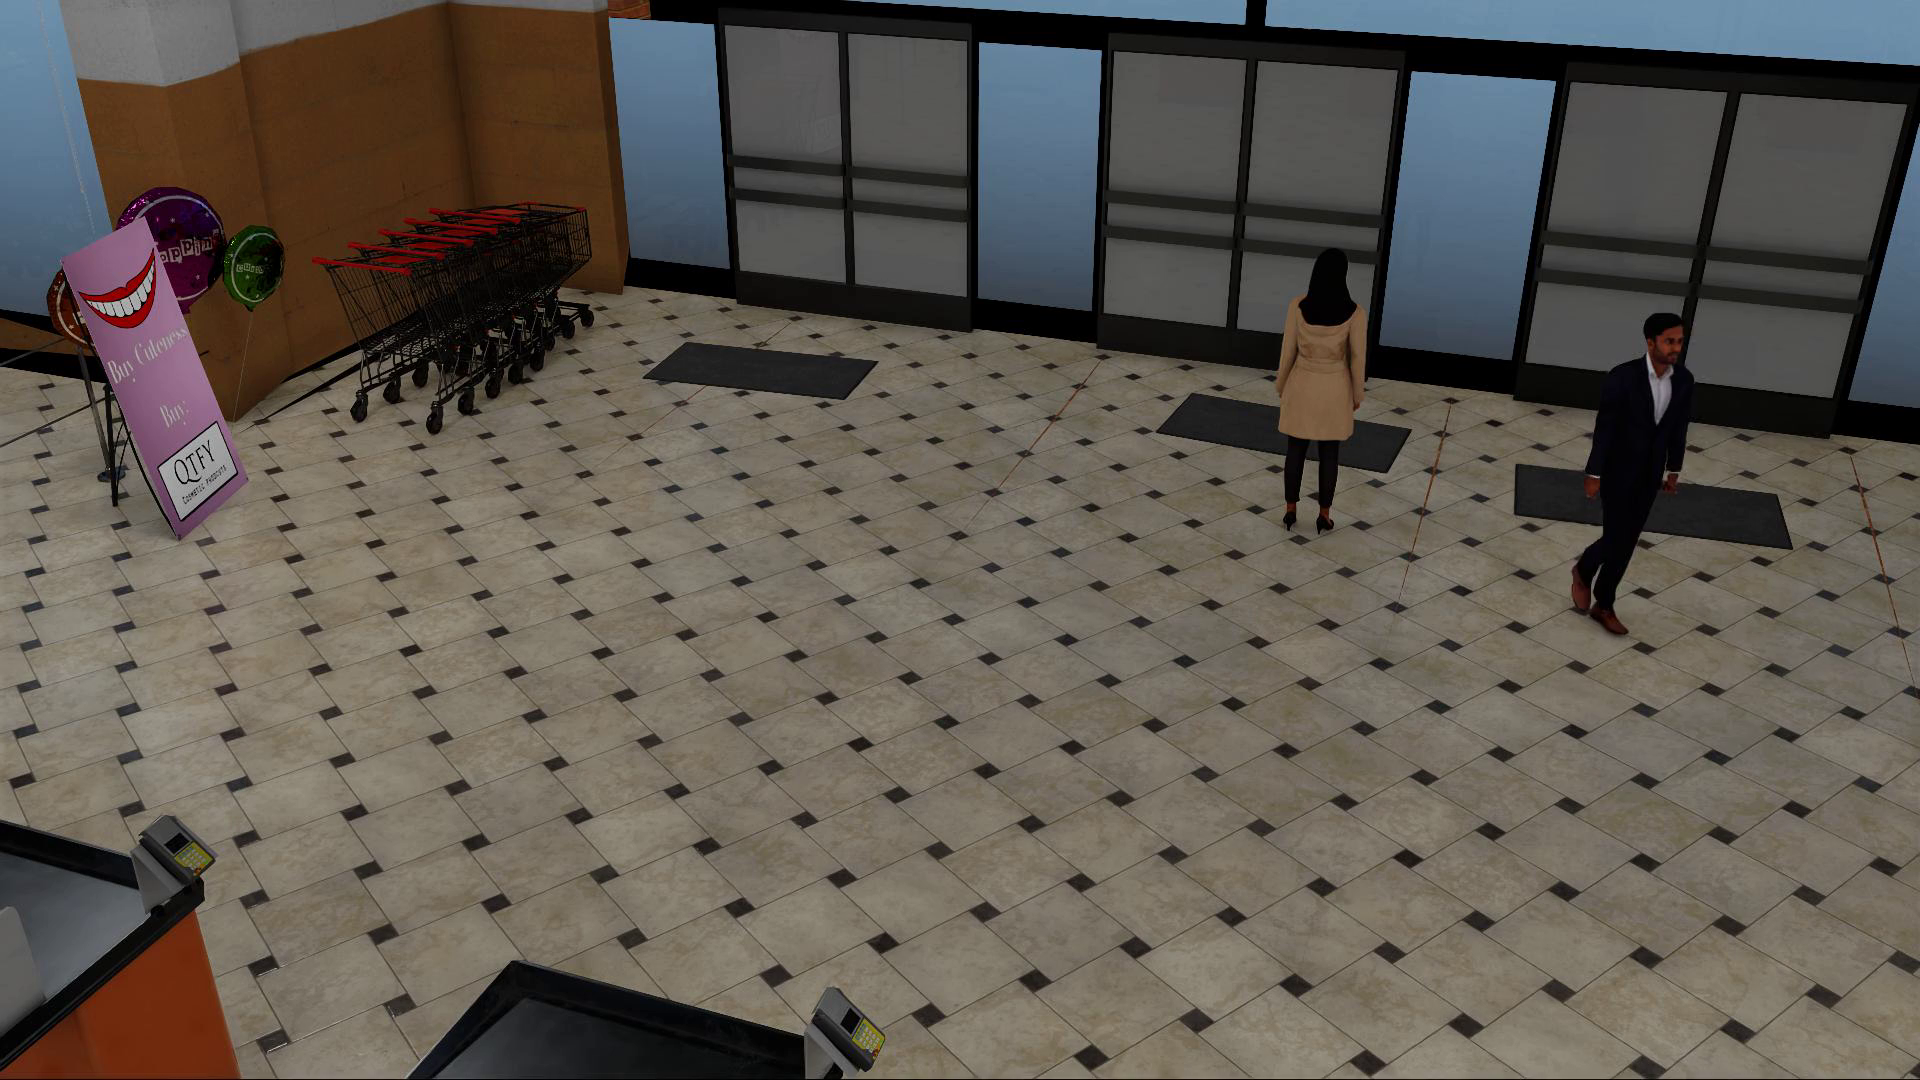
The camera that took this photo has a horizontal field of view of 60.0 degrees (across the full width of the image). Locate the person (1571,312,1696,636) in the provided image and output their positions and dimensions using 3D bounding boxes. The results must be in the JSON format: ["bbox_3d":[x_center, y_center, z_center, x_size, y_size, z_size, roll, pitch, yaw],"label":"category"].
[{"bbox_3d":[3.366,-0.369,8.462,0.810,1.721,0.857,-6,27,-11],"label":"person"}]

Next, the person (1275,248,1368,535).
[{"bbox_3d":[2.026,-0.829,9.412,0.645,1.681,0.501,9,28,18],"label":"person"}]
